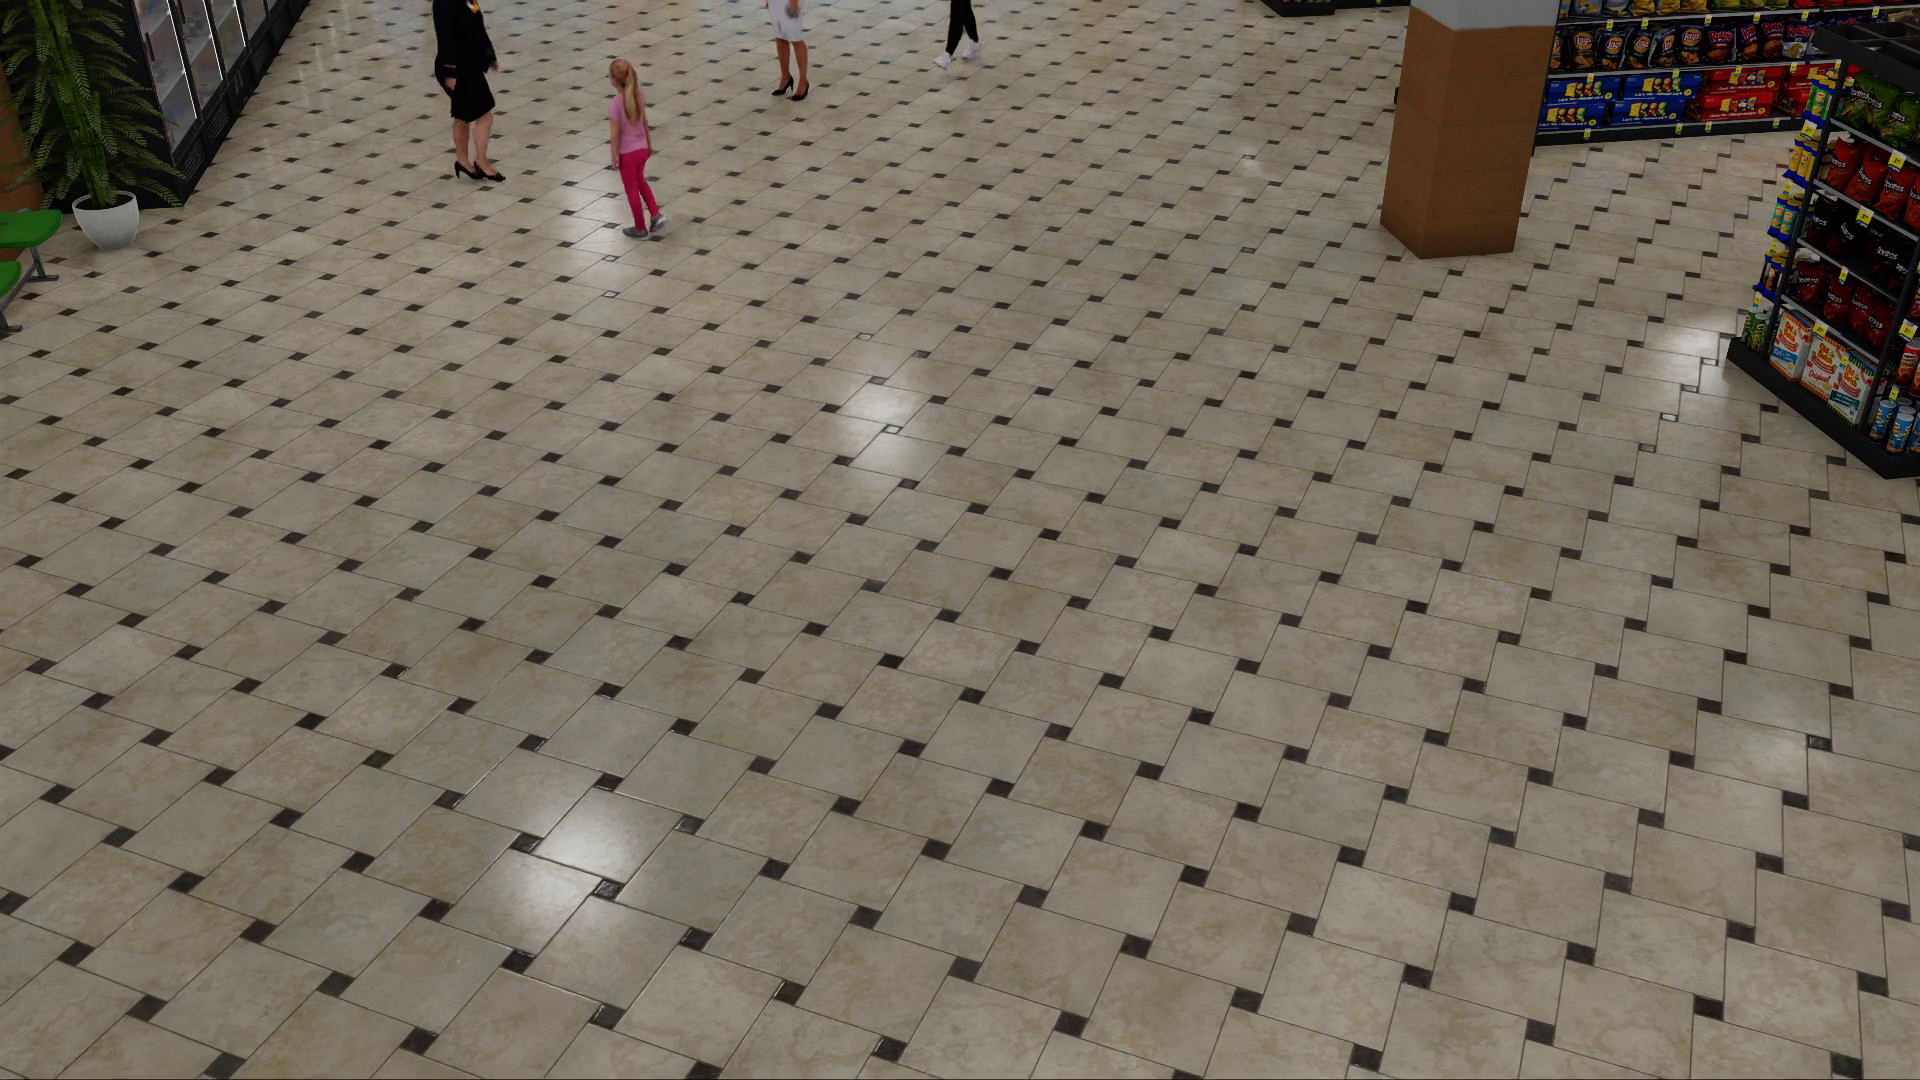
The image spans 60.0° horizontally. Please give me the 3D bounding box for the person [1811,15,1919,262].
[{"bbox_3d":[5.997,-2.565,10.869,0.552,1.685,0.709,-13,34,-20],"label":"person"}]

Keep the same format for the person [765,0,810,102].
[{"bbox_3d":[-1.494,-4.662,14.179,0.641,1.749,0.697,21,37,29],"label":"person"}]

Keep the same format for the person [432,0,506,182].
[{"bbox_3d":[-3.774,-3.484,12.370,0.738,1.660,0.739,2,32,3],"label":"person"}]

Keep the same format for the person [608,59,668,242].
[{"bbox_3d":[-2.207,-2.670,11.434,0.694,1.266,0.634,20,37,29],"label":"person"}]

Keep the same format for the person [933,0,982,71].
[{"bbox_3d":[0.036,-5.094,15.023,1.099,1.591,1.135,19,37,28],"label":"person"}]
